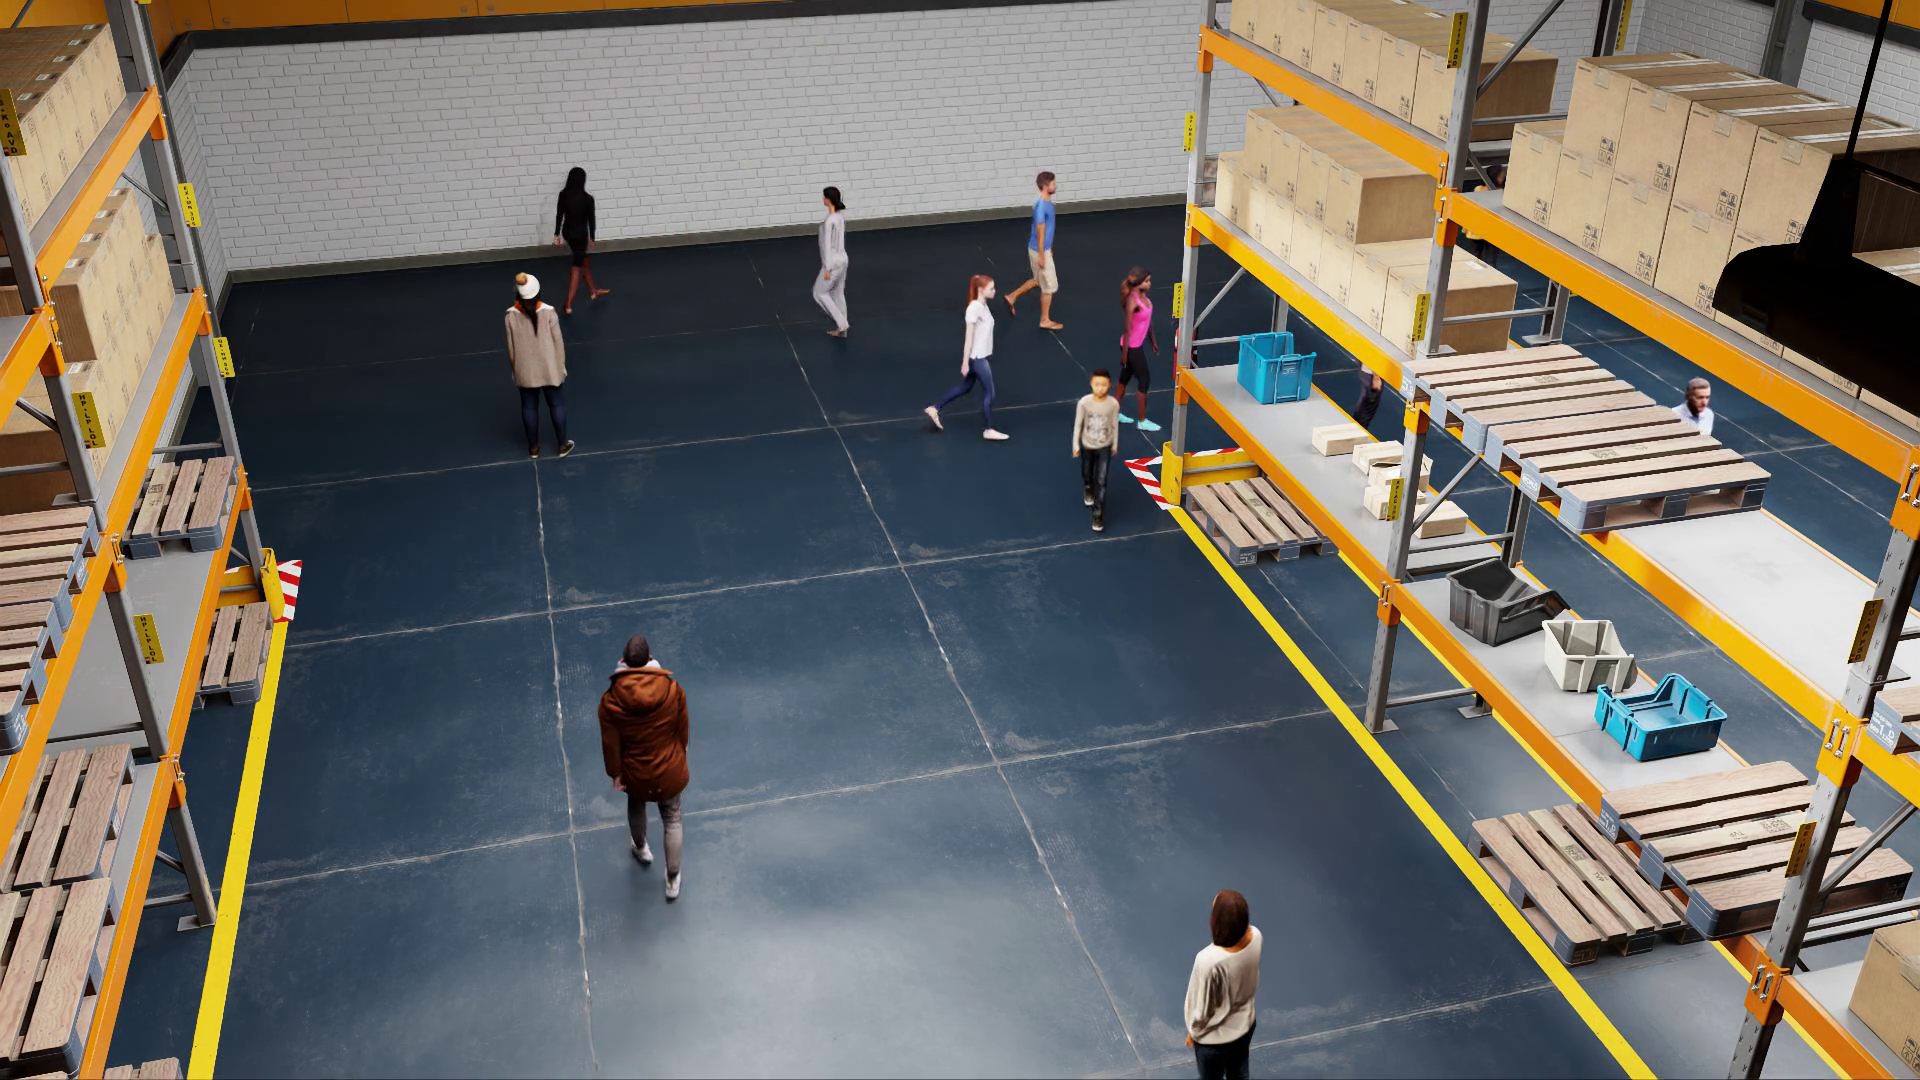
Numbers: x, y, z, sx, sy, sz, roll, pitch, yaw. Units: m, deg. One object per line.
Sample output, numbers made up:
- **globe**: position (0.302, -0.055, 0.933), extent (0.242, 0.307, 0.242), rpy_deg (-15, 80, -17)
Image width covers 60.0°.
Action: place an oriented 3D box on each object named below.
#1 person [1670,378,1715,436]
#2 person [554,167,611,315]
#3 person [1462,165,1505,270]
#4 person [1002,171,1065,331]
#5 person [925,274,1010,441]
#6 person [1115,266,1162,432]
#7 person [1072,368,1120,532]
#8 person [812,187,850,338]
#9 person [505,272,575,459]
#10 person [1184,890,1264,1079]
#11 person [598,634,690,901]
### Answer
- **person**: position (5.989, -0.575, 14.084), extent (0.713, 1.800, 1.067), rpy_deg (-9, 30, -15)
- **person**: position (-4.552, -3.497, 19.570), extent (1.062, 1.676, 1.134), rpy_deg (10, 30, 17)
- **person**: position (6.309, -3.684, 19.939), extent (0.875, 1.651, 0.941), rpy_deg (21, 35, 33)
- **person**: position (0.854, -3.322, 19.074), extent (0.911, 1.844, 1.001), rpy_deg (3, 29, 5)
- **person**: position (0.059, -1.781, 16.399), extent (0.940, 1.700, 1.115), rpy_deg (5, 29, 8)
- **person**: position (1.654, -1.945, 16.698), extent (0.883, 1.702, 0.857), rpy_deg (10, 30, 18)
- **person**: position (1.228, -0.886, 15.021), extent (0.782, 1.448, 1.061), rpy_deg (3, 29, 5)
- **person**: position (-1.345, -3.095, 18.746), extent (0.808, 1.760, 0.735), rpy_deg (10, 30, 17)
- **person**: position (-4.085, -1.699, 16.049), extent (0.743, 1.891, 0.714), rpy_deg (-2, 29, -5)
- **person**: position (1.367, 2.491, 8.589), extent (0.698, 1.680, 0.681), rpy_deg (-22, 35, -34)
- **person**: position (-1.912, 1.459, 10.343), extent (0.703, 1.811, 0.884), rpy_deg (-5, 29, -10)
